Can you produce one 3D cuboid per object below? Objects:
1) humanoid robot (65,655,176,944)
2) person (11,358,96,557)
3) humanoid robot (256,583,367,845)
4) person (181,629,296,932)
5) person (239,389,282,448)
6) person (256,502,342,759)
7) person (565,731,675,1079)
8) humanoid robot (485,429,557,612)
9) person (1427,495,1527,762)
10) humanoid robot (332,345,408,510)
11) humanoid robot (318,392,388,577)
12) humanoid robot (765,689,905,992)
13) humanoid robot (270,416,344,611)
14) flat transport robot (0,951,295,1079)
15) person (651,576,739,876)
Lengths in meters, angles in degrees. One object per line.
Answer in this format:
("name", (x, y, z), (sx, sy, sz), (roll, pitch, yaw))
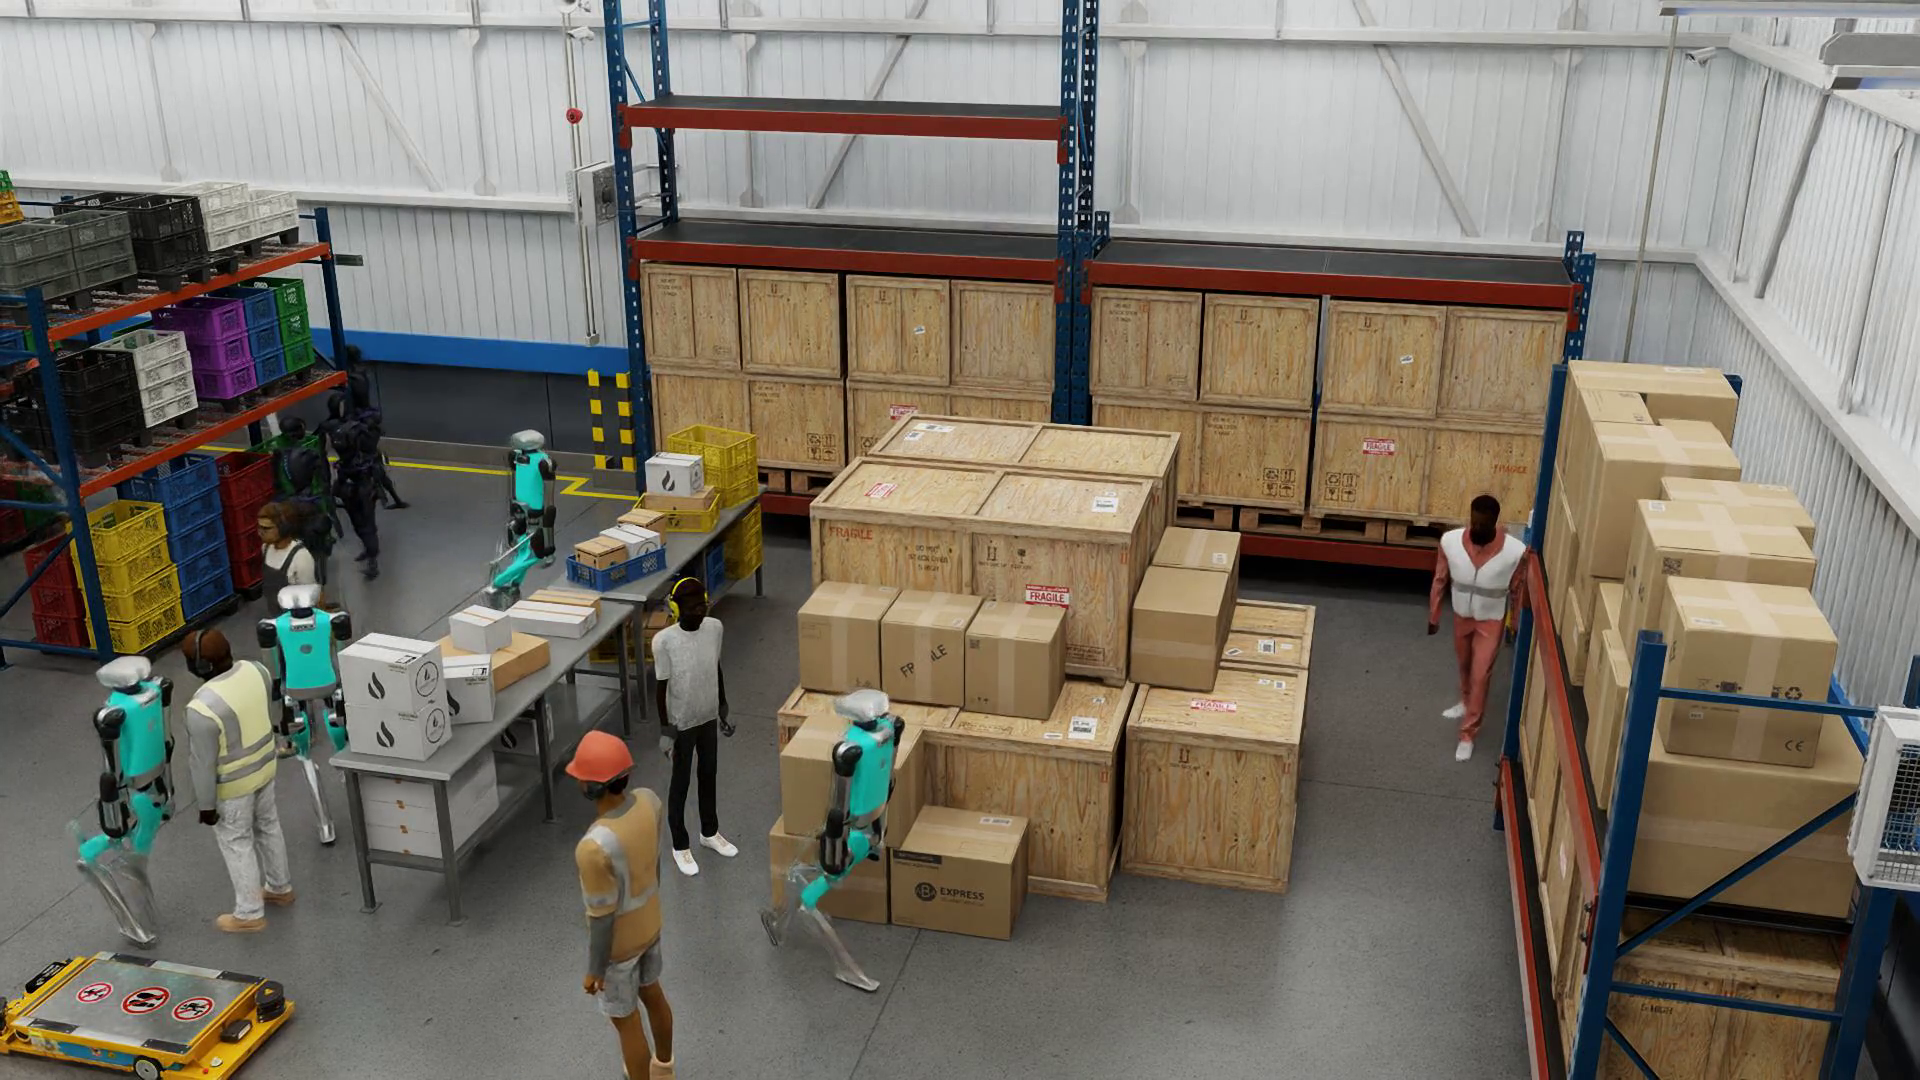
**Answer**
("humanoid robot", (-4.663, 1.505, 9.176), (0.739, 1.871, 0.552), (4, 21, 10))
("person", (-7.615, -0.592, 14.138), (0.627, 2.021, 0.550), (8, 22, 19))
("humanoid robot", (-3.961, 1.061, 10.263), (0.542, 1.827, 0.659), (-7, 22, -18))
("person", (-4.068, 1.342, 9.344), (0.430, 1.833, 0.633), (5, 21, 12))
("person", (-7.419, -1.679, 17.255), (0.594, 1.824, 0.360), (-9, 23, -22))
("person", (-4.488, 0.581, 11.338), (0.514, 1.830, 0.598), (16, 26, 36))
("person", (-1.597, 1.828, 7.783), (0.394, 2.042, 0.608), (7, 22, 17))
("humanoid robot", (-3.488, 0.066, 12.889), (0.543, 1.752, 1.045), (18, 27, 39))
("person", (3.562, 0.517, 11.490), (0.608, 1.854, 0.857), (13, 25, 31))
("humanoid robot", (-5.765, -1.066, 15.922), (0.785, 1.624, 0.599), (1, 21, 2))
("humanoid robot", (-5.248, -0.517, 14.472), (0.599, 1.633, 0.668), (3, 21, 8))
("humanoid robot", (-0.773, 1.571, 8.915), (0.937, 1.799, 0.560), (12, 24, 29))
("humanoid robot", (-5.352, -0.220, 13.643), (0.600, 1.646, 0.327), (7, 22, 18))
("flat transport robot", (-4.270, 2.464, 8.601), (1.431, 0.231, 0.659), (5, 22, 13))
("person", (-1.575, 1.089, 9.953), (0.514, 1.873, 0.328), (-19, 28, -41))
